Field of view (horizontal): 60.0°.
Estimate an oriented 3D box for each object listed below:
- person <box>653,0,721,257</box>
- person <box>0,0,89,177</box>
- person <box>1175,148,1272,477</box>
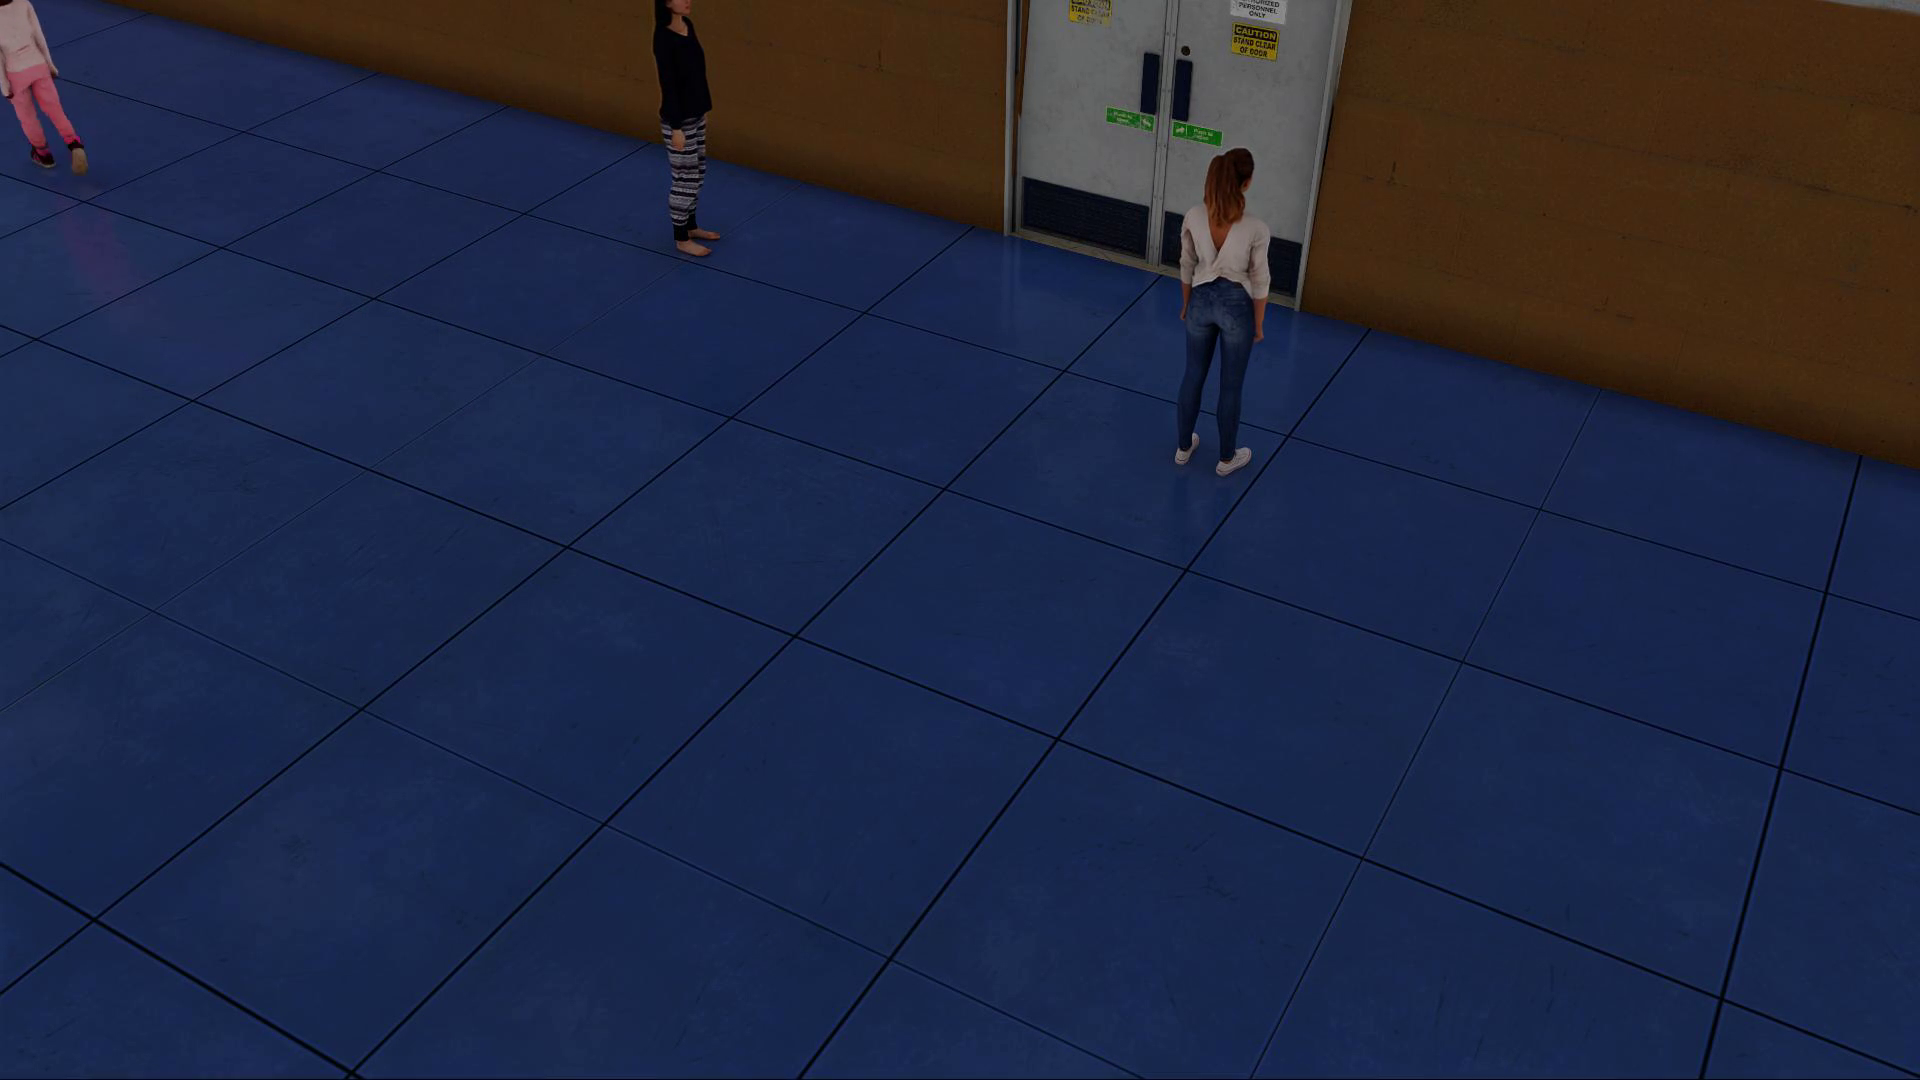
[{"bbox_3d":[-1.683,-2.587,10.095,0.730,1.734,0.566,7,37,9],"label":"person"},{"bbox_3d":[-6.170,-3.100,11.032,0.740,1.428,0.916,28,45,32],"label":"person"},{"bbox_3d":[1.272,-1.100,8.125,0.596,1.720,0.513,19,41,24],"label":"person"}]
